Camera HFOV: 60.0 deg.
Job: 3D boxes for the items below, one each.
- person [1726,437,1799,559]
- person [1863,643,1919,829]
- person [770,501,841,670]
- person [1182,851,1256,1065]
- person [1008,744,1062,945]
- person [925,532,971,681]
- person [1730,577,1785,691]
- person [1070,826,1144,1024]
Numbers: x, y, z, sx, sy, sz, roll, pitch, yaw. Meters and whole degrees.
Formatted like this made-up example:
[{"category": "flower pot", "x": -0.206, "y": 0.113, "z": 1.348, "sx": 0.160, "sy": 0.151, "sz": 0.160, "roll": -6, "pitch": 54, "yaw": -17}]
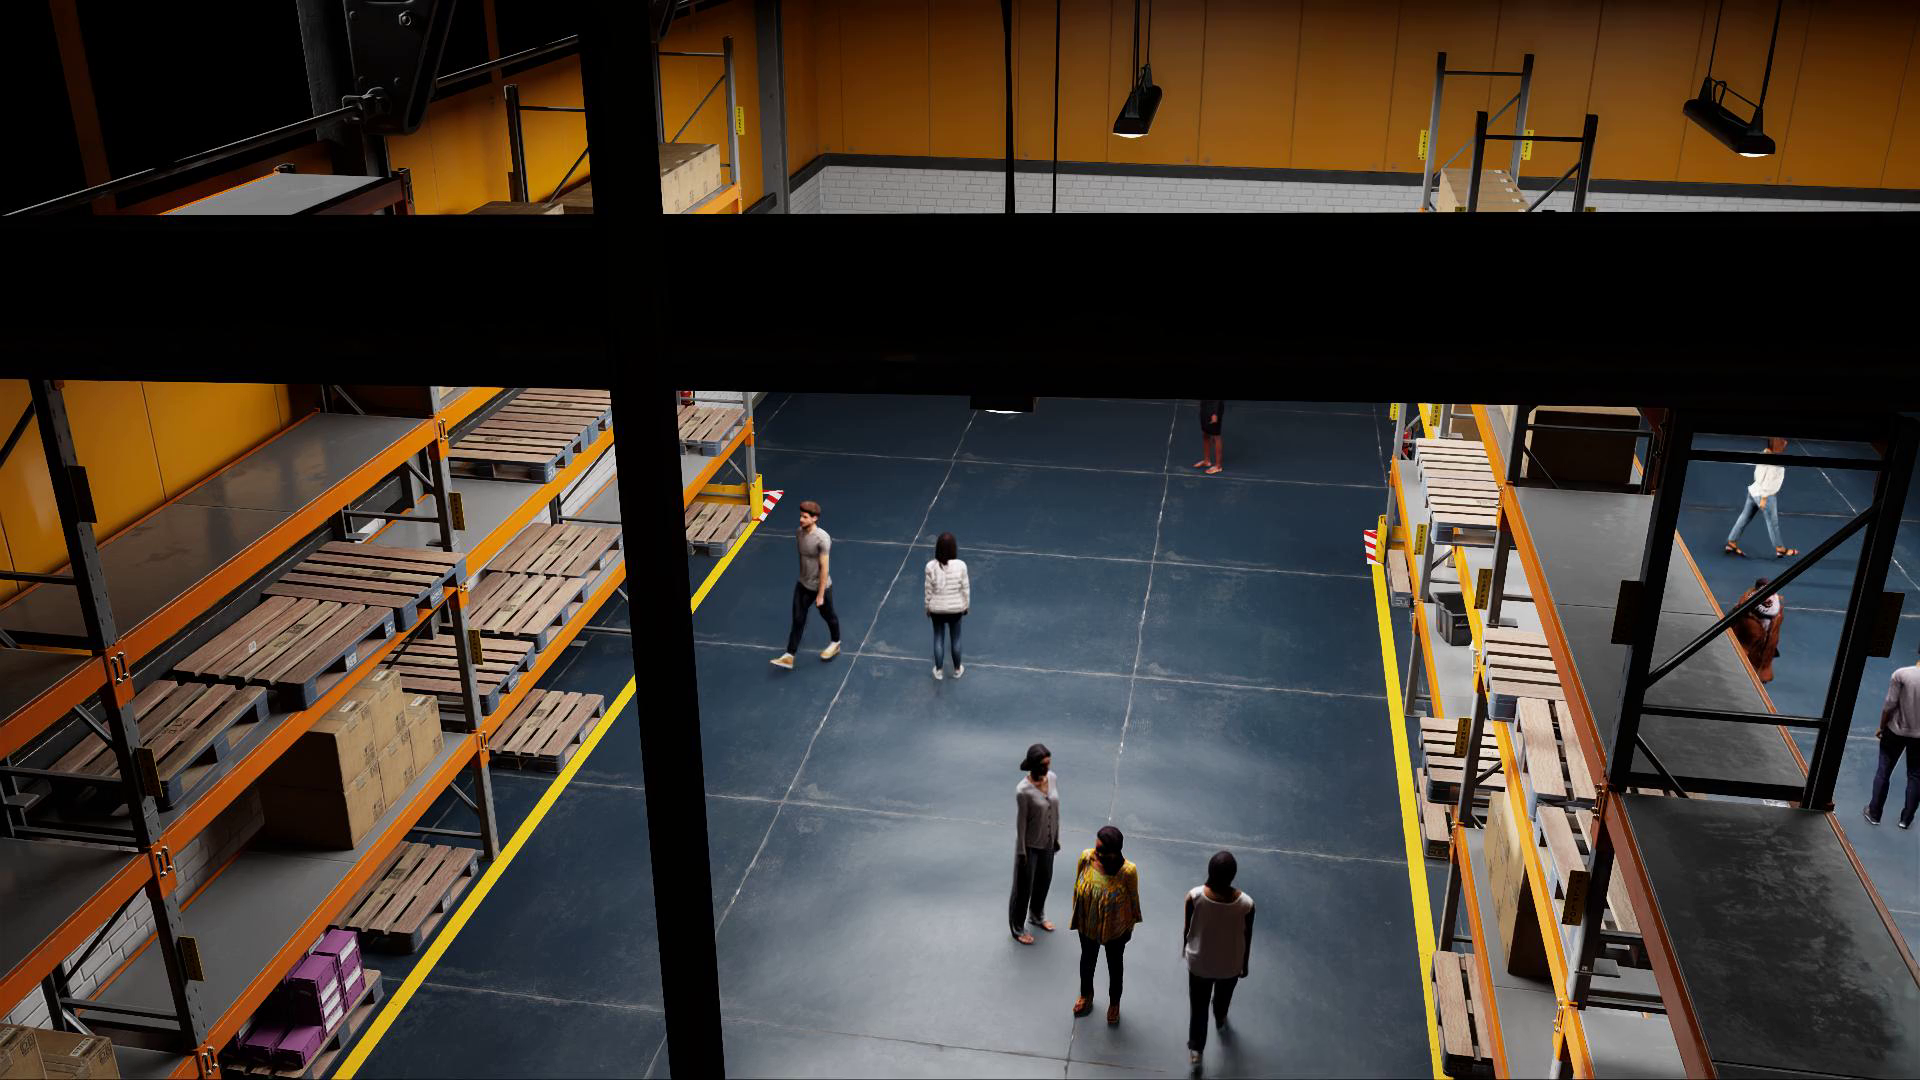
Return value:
[{"category": "person", "x": 9.614, "y": -0.540, "z": 20.115, "sx": 0.719, "sy": 1.648, "sz": 0.962, "roll": 5, "pitch": 24, "yaw": 12}, {"category": "person", "x": 8.420, "y": 1.697, "z": 14.755, "sx": 0.694, "sy": 1.841, "sz": 0.585, "roll": 8, "pitch": 25, "yaw": 17}, {"category": "person", "x": -1.469, "y": 0.454, "z": 17.590, "sx": 1.058, "sy": 1.849, "sz": 1.272, "roll": 19, "pitch": 30, "yaw": 36}, {"category": "person", "x": 1.823, "y": 3.012, "z": 11.978, "sx": 0.692, "sy": 1.655, "sz": 1.071, "roll": 6, "pitch": 24, "yaw": 12}, {"category": "person", "x": 0.585, "y": 2.394, "z": 13.254, "sx": 0.655, "sy": 1.767, "sz": 0.735, "roll": -20, "pitch": 31, "yaw": -38}, {"category": "person", "x": -0.139, "y": 0.686, "z": 17.323, "sx": 0.664, "sy": 1.636, "sz": 0.613, "roll": -1, "pitch": 24, "yaw": -2}, {"category": "person", "x": 7.535, "y": 1.176, "z": 15.979, "sx": 0.880, "sy": 1.814, "sz": 1.122, "roll": -3, "pitch": 24, "yaw": -6}, {"category": "person", "x": 1.075, "y": 2.838, "z": 12.377, "sx": 0.788, "sy": 1.655, "sz": 0.825, "roll": 10, "pitch": 26, "yaw": 22}]
